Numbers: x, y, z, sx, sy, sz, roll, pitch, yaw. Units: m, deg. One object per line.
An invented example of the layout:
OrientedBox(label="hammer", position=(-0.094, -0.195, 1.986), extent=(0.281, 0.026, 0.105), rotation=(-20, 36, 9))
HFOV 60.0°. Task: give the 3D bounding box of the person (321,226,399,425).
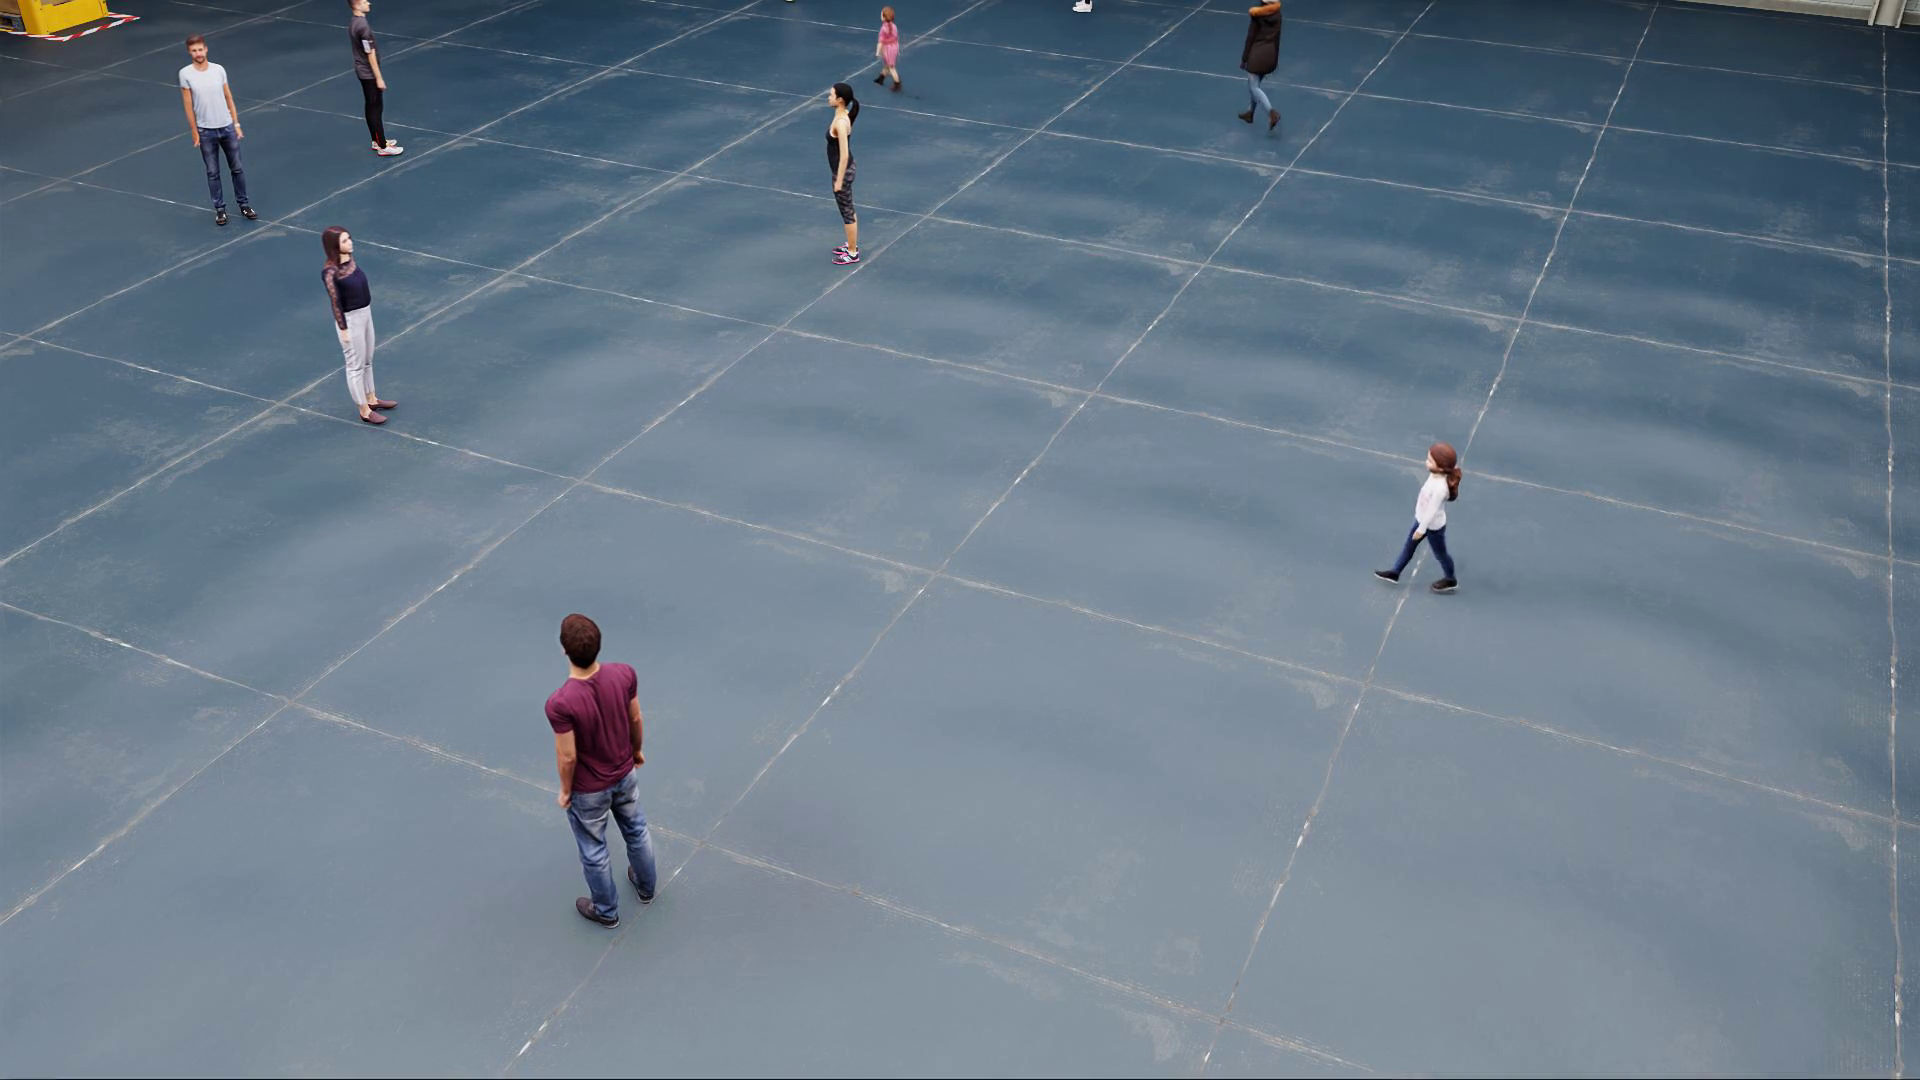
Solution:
OrientedBox(label="person", position=(-4.747, -1.702, 13.081), extent=(0.663, 1.607, 0.675), rotation=(1, 32, 2))

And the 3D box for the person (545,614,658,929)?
OrientedBox(label="person", position=(-1.796, 1.154, 8.322), extent=(0.713, 1.855, 0.679), rotation=(-28, 42, -37))

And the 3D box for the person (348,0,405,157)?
OrientedBox(label="person", position=(-6.548, -5.175, 18.440), extent=(0.782, 1.764, 0.699), rotation=(-15, 35, -22))

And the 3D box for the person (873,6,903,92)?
OrientedBox(label="person", position=(-0.851, -6.034, 20.518), extent=(0.799, 1.000, 0.575), rotation=(27, 41, 35))

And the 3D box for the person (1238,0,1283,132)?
OrientedBox(label="person", position=(3.497, -5.501, 19.104), extent=(0.912, 1.607, 1.089), rotation=(-19, 37, -27))

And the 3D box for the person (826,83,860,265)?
OrientedBox(label="person", position=(-1.095, -3.485, 15.792), extent=(0.662, 1.730, 0.653), rotation=(0, 32, 0))

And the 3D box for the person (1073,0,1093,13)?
OrientedBox(label="person", position=(1.789, -8.394, 23.562), extent=(0.571, 1.742, 0.620), rotation=(9, 33, 14))

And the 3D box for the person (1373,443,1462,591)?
OrientedBox(label="person", position=(3.195, -0.125, 11.069), extent=(0.836, 1.087, 0.638), rotation=(1, 32, 2))

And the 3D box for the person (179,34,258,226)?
OrientedBox(label="person", position=(-7.471, -4.131, 16.689), extent=(0.715, 1.865, 0.734), rotation=(-18, 37, -26))
